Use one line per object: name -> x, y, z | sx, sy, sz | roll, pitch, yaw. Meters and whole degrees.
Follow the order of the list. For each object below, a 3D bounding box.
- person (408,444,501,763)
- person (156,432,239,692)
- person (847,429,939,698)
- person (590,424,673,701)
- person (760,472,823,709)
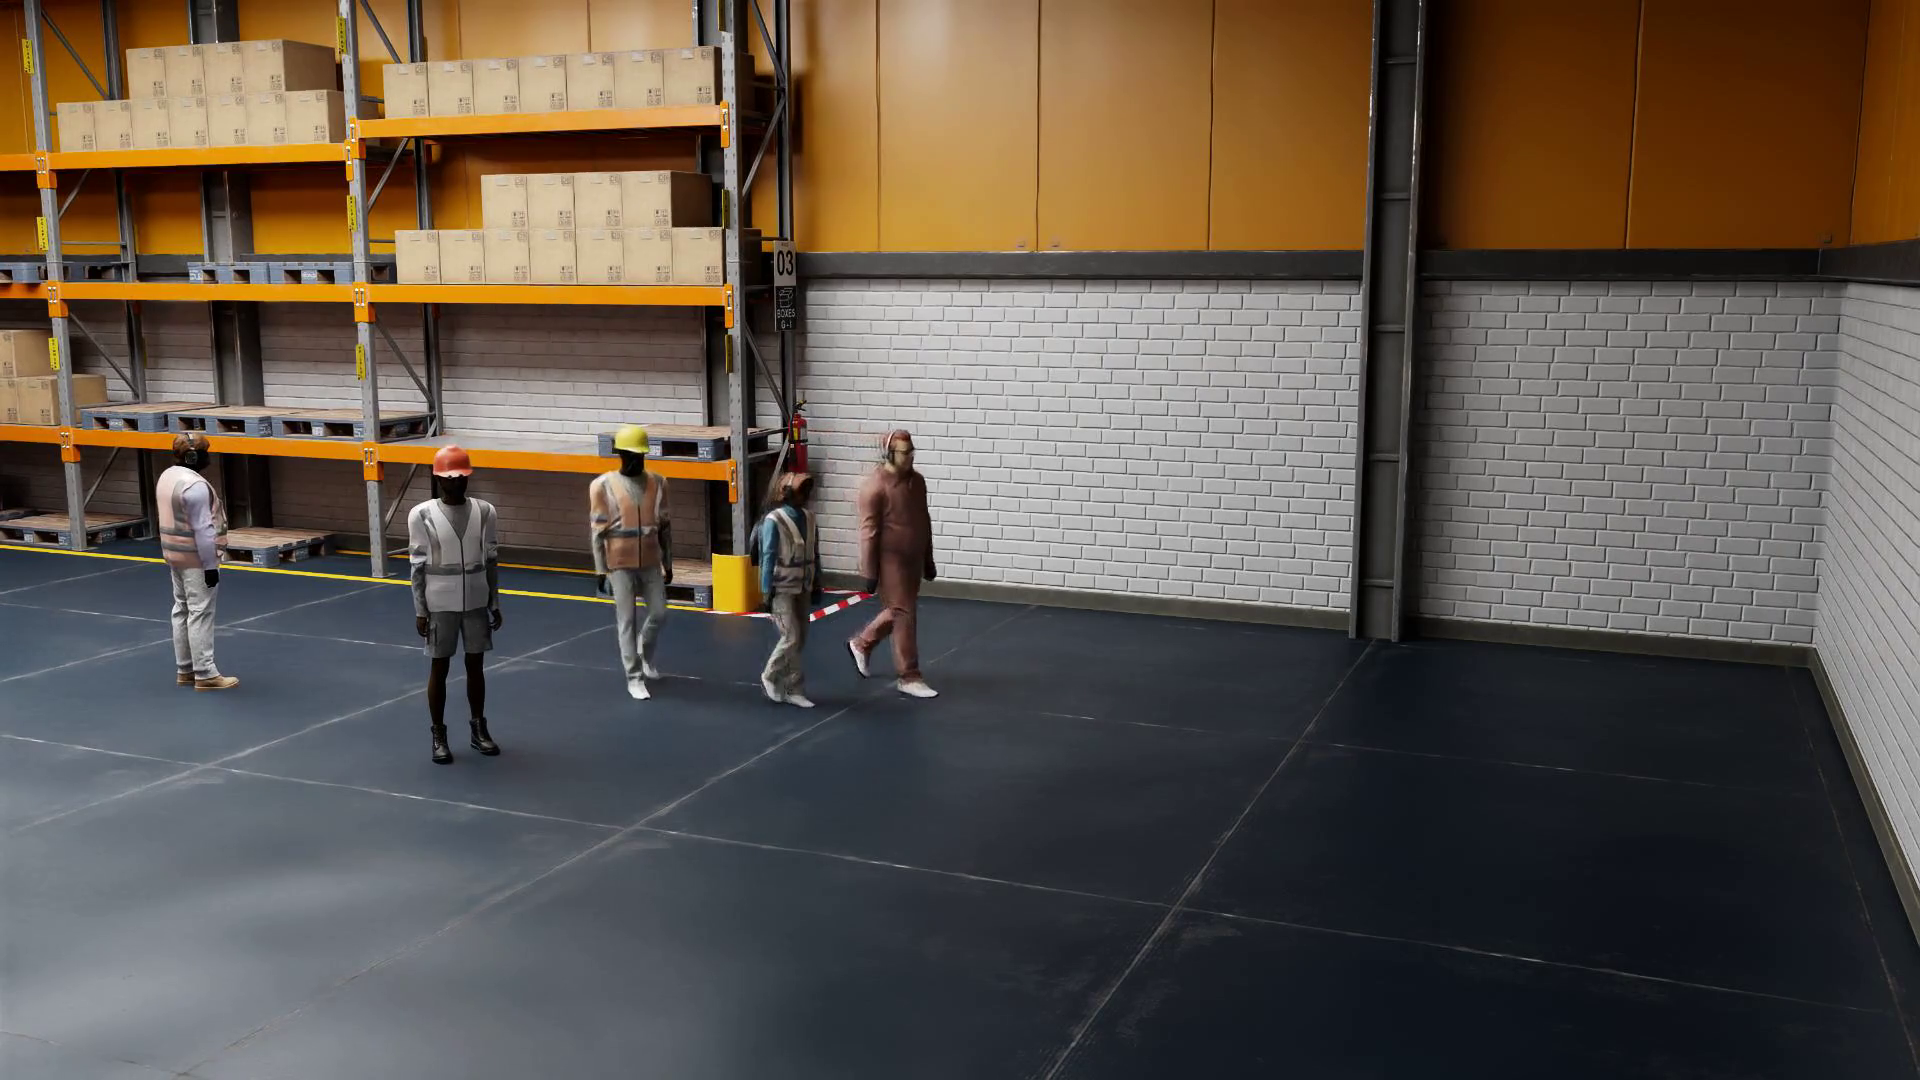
person -> -3.058, 0.381, 10.143 | 0.542, 1.938, 0.357 | -6, 11, -34
person -> -5.432, 0.150, 11.838 | 0.631, 1.842, 0.428 | 9, 13, 43
person -> -0.491, 0.140, 11.777 | 0.840, 1.882, 0.640 | 6, 11, 32
person -> -2.281, 0.142, 11.647 | 0.606, 1.916, 0.542 | -6, 11, -33
person -> -1.131, 0.347, 11.272 | 0.356, 1.623, 0.542 | 6, 11, 34
